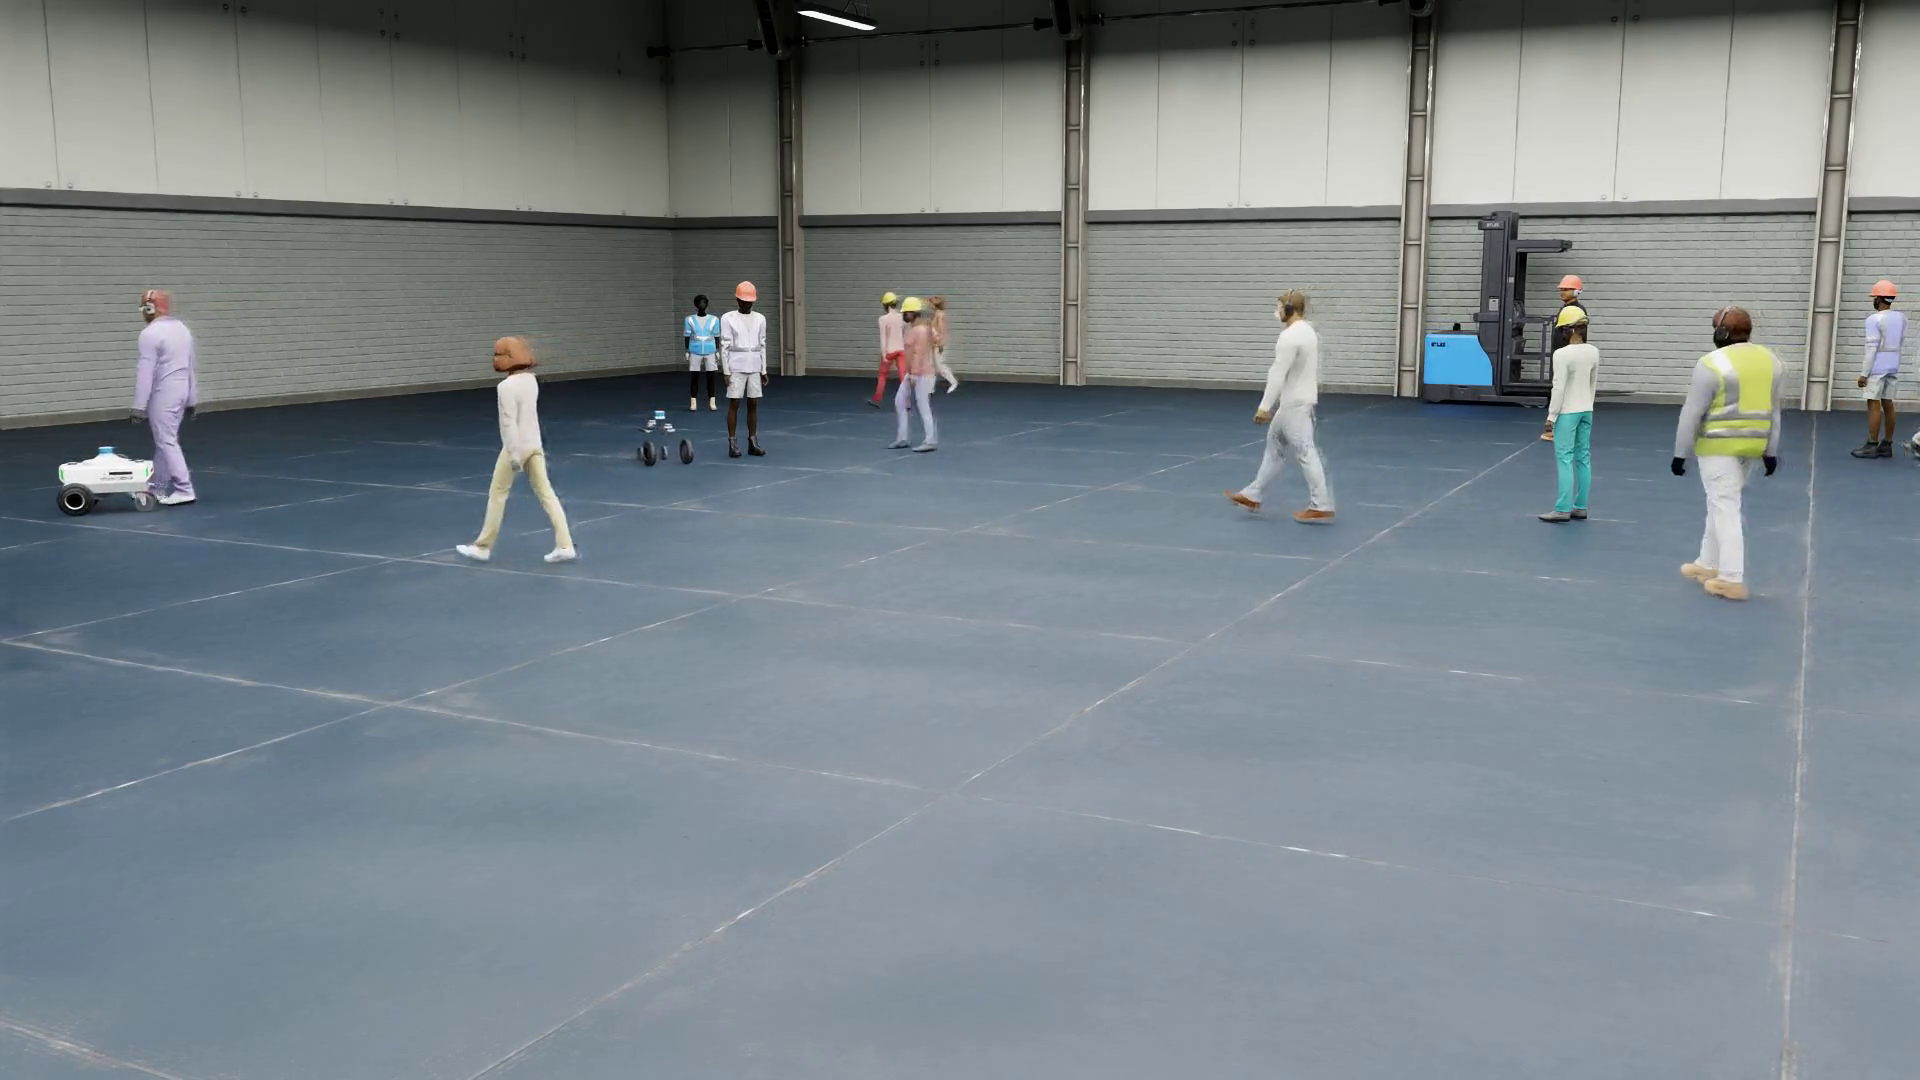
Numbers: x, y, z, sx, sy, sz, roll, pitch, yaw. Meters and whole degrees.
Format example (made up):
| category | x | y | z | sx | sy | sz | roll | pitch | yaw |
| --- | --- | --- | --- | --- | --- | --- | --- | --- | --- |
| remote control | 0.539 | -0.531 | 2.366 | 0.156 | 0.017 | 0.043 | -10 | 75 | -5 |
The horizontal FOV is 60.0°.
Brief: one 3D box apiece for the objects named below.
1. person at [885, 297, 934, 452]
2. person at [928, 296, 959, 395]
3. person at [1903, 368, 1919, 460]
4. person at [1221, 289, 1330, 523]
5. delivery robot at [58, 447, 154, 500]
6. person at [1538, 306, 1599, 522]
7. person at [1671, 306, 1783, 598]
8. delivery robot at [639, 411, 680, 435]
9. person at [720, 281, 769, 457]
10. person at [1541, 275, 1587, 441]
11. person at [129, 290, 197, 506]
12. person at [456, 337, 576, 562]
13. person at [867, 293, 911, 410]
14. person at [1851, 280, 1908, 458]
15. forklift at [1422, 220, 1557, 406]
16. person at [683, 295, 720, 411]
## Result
| category | x | y | z | sx | sy | sz | roll | pitch | yaw |
| --- | --- | --- | --- | --- | --- | --- | --- | --- | --- |
| person | -0.583 | -1.859 | 18.808 | 0.658 | 1.746 | 0.527 | -3 | 10 | -20 |
| person | -0.335 | -3.226 | 27.592 | 0.579 | 1.627 | 0.527 | -2 | 10 | -14 |
| person | 10.241 | -1.656 | 17.352 | 0.415 | 1.813 | 0.604 | 4 | 10 | 25 |
| person | 2.624 | -1.100 | 13.665 | 0.991 | 1.892 | 0.636 | 4 | 10 | 22 |
| delivery robot | -7.310 | -0.556 | 14.261 | 0.707 | 0.478 | 0.477 | -3 | 10 | -20 |
| person | 5.000 | -1.032 | 13.641 | 0.522 | 1.764 | 0.318 | -6 | 11 | -33 |
| person | 4.817 | -0.577 | 10.655 | 0.661 | 1.815 | 0.784 | -3 | 10 | -20 |
| delivery robot | -3.219 | -1.270 | 17.862 | 0.335 | 0.223 | 0.698 | -5 | 11 | -29 |
| person | -2.375 | -1.894 | 18.449 | 0.543 | 1.928 | 0.373 | -6 | 11 | -31 |
| person | 7.274 | -2.170 | 19.930 | 0.369 | 1.996 | 0.622 | -1 | 9 | -5 |
| person | -7.054 | -1.242 | 14.609 | 0.568 | 1.898 | 0.689 | 0 | 9 | 1 |
| person | -3.121 | -0.633 | 11.726 | 0.869 | 1.587 | 0.503 | 3 | 10 | 17 |
| person | -1.006 | -2.773 | 24.522 | 0.529 | 1.719 | 0.920 | -6 | 11 | -33 |
| person | 10.109 | -1.876 | 18.299 | 0.542 | 1.939 | 0.366 | -4 | 10 | -22 |
| forklift | 8.245 | -3.527 | 25.720 | 1.873 | 2.768 | 1.129 | 5 | 10 | 27 |
| person | -3.780 | -2.745 | 24.404 | 0.540 | 1.696 | 0.315 | -2 | 9 | -12 |
